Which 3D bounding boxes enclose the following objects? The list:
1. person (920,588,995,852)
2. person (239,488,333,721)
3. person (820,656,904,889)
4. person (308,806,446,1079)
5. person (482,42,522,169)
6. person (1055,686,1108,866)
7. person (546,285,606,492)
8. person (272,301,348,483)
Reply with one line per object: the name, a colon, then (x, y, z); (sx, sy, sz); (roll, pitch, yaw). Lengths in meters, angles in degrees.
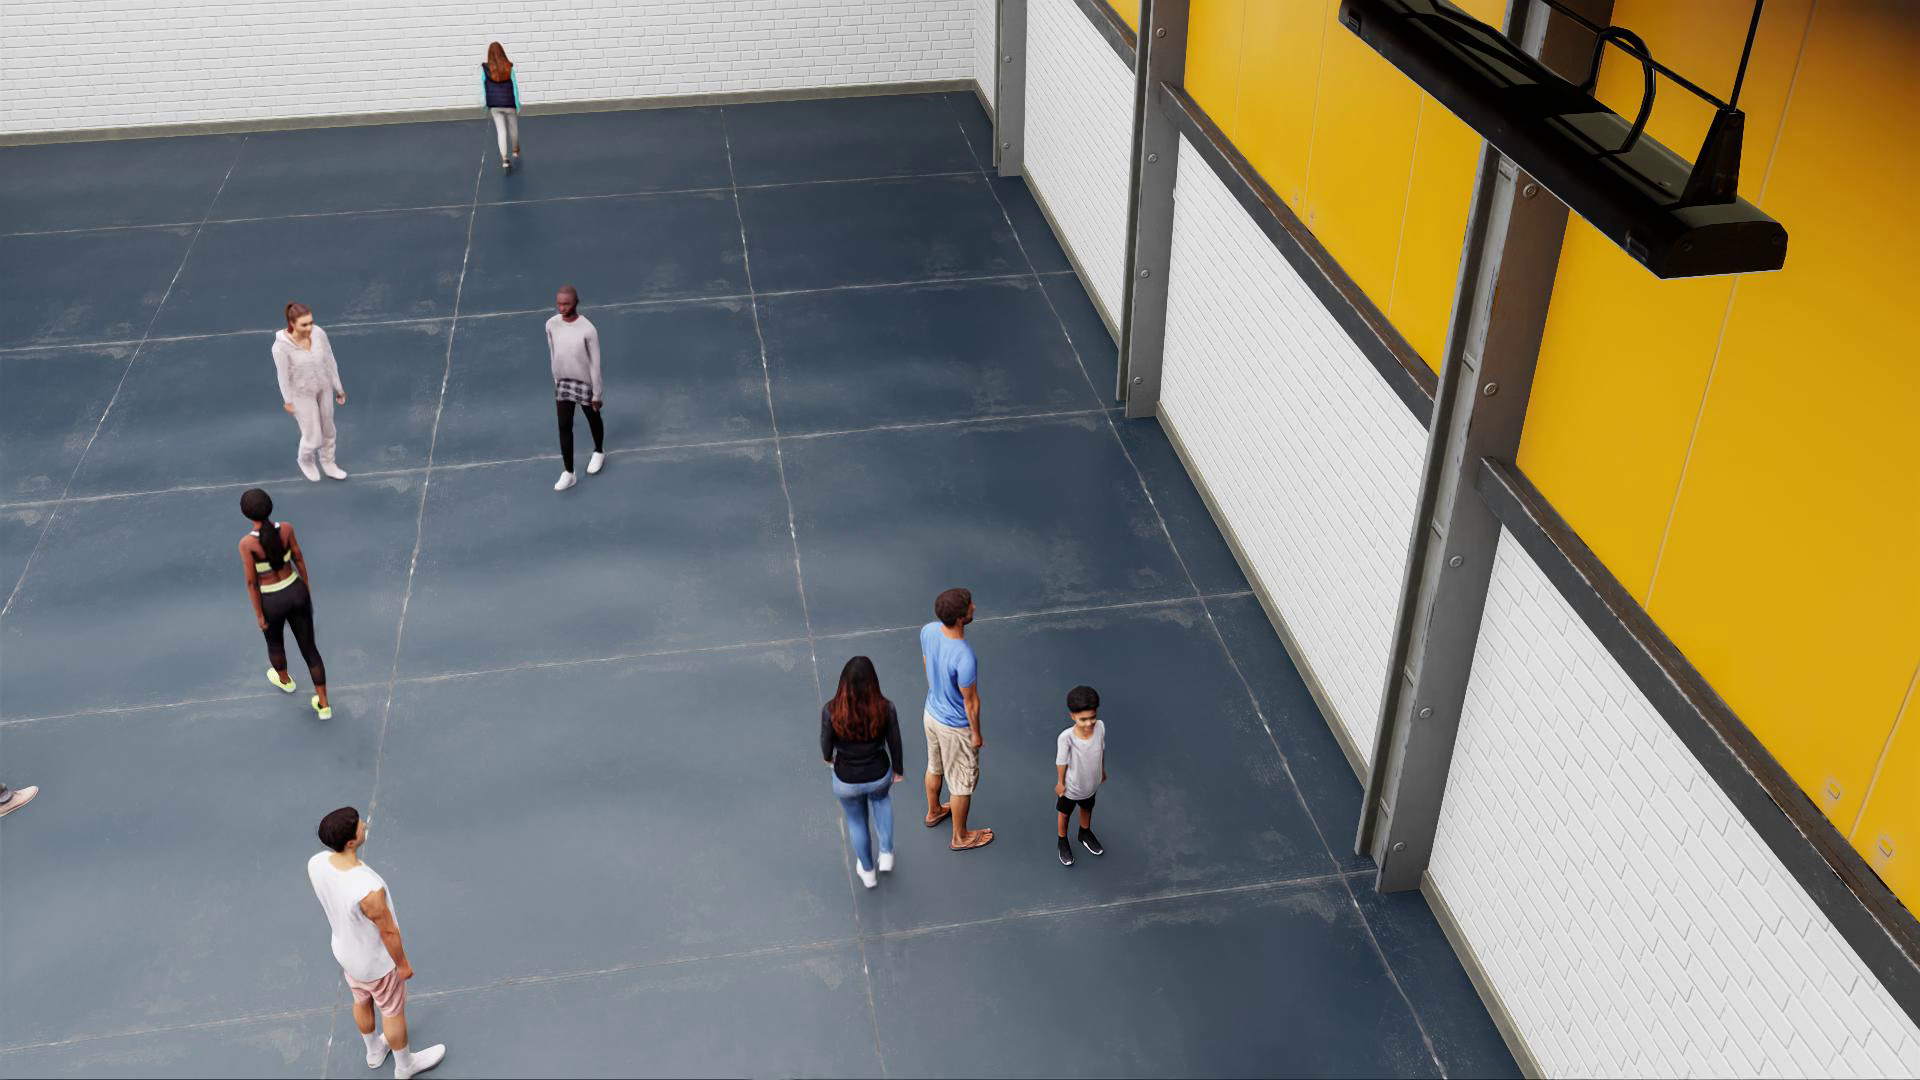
person: (-0.051, 1.075, 10.129); (0.784, 1.864, 0.650); (-21, 39, -29)
person: (-4.489, 0.477, 11.153); (0.880, 1.727, 1.023); (-27, 42, -34)
person: (-0.565, 1.430, 9.815); (0.628, 1.620, 0.614); (-6, 34, -10)
person: (-3.090, 2.111, 8.641); (0.723, 1.786, 0.770); (19, 38, 26)
person: (-5.482, -5.172, 19.887); (0.610, 1.466, 0.966); (-3, 34, -5)
person: (0.739, 1.414, 10.165); (0.538, 1.260, 0.546); (-14, 36, -20)
person: (-3.138, -1.341, 13.866); (0.880, 1.750, 1.061); (7, 34, 11)
person: (-5.441, -1.242, 13.790); (0.861, 1.670, 0.801); (20, 39, 28)
